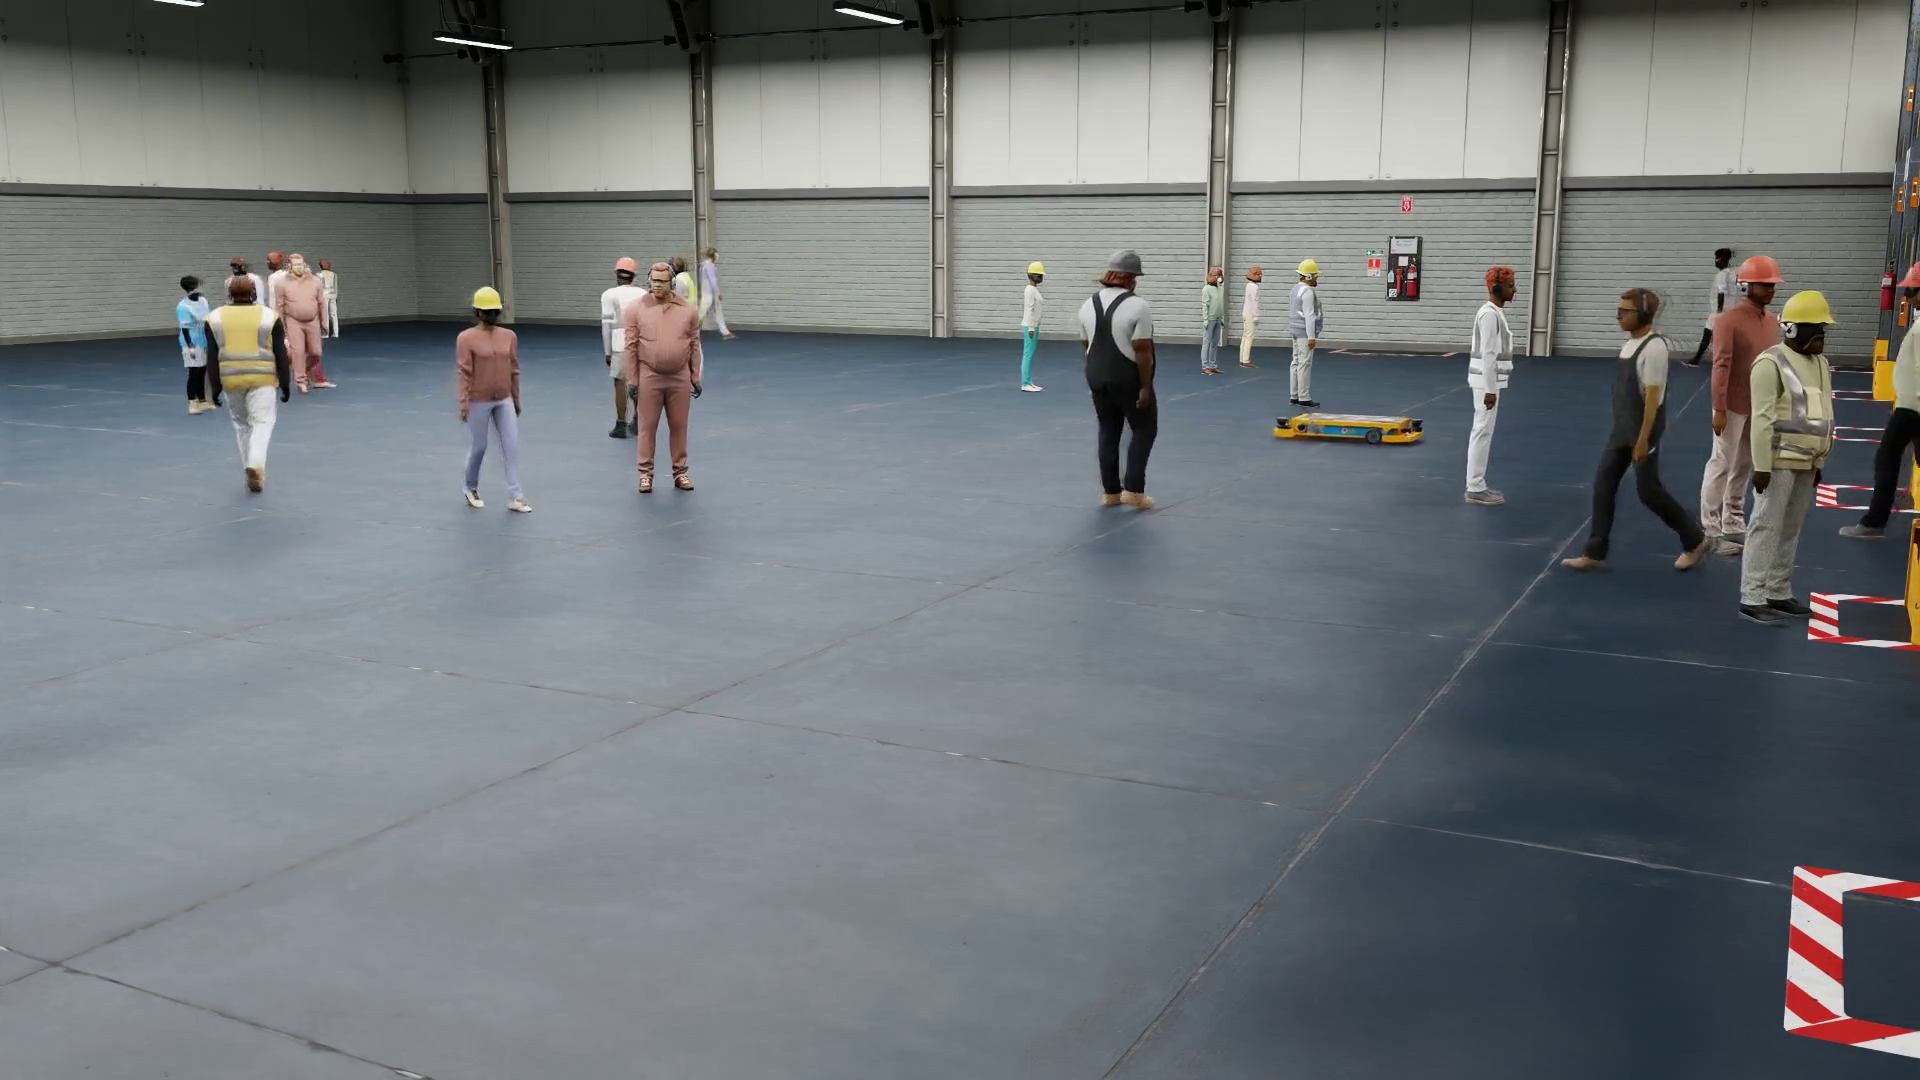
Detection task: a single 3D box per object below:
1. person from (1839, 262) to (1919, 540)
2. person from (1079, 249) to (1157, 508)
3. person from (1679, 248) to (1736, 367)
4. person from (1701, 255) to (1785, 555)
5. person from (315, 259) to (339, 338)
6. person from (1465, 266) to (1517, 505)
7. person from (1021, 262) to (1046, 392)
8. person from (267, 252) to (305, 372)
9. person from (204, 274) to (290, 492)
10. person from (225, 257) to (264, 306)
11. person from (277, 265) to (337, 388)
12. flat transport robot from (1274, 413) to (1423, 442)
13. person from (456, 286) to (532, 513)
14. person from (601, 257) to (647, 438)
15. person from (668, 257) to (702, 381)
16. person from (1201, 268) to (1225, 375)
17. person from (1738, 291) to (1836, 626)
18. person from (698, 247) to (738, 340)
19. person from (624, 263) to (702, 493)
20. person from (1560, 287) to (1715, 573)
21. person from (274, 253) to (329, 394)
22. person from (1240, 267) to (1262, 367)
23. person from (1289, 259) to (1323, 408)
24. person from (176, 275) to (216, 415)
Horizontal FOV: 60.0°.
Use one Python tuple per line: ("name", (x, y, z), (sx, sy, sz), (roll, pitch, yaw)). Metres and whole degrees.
("person", (6.691, -0.932, 11.441), (0.921, 1.968, 0.610), (9, 14, 41))
("person", (1.271, -1.261, 13.006), (0.690, 2.000, 0.536), (10, 14, 43))
("person", (12.177, -3.719, 26.757), (0.914, 1.918, 0.632), (10, 14, 42))
("person", (5.277, -0.902, 11.178), (0.612, 1.994, 0.395), (-6, 12, -31))
("person", (-13.125, -4.997, 34.494), (0.313, 1.634, 0.511), (6, 12, 31))
("person", (4.228, -1.230, 13.266), (0.342, 1.882, 0.579), (3, 11, 18))
("person", (1.011, -2.911, 22.763), (0.328, 1.765, 0.528), (2, 11, 10))
("person", (-10.406, -3.459, 25.451), (0.419, 1.873, 0.598), (1, 10, 4))
("person", (-5.967, -1.315, 13.951), (0.633, 1.814, 0.852), (-2, 11, -12))
("person", (-10.739, -3.357, 25.079), (0.620, 1.818, 0.869), (1, 10, 5))
("person", (-9.192, -2.954, 23.090), (0.819, 1.728, 0.505), (-1, 10, -6))
("flat transport robot", (4.070, -1.182, 17.409), (1.431, 0.197, 0.652), (5, 11, 24))
("person", (-3.646, -1.089, 12.890), (0.539, 1.743, 0.725), (-10, 14, -42))
("person", (-3.536, -2.043, 17.696), (0.553, 1.891, 0.625), (-7, 12, -33))
("person", (-4.163, -3.205, 24.241), (0.826, 1.808, 0.658), (2, 11, 9))
("person", (3.904, -3.364, 25.587), (0.280, 1.633, 0.502), (10, 14, 42))
("person", (4.568, -0.449, 9.150), (0.600, 1.829, 0.404), (-7, 13, -34))
("person", (-5.102, -5.004, 33.847), (1.027, 1.894, 0.628), (-1, 10, -6))
("person", (-2.458, -1.345, 13.846), (0.644, 1.903, 0.399), (-4, 11, -21))
("person", (4.311, -0.676, 10.439), (0.873, 1.819, 0.514), (-1, 10, -3))
("person", (-8.950, -2.940, 22.582), (0.661, 1.888, 0.581), (-7, 13, -35))
("person", (4.730, -3.612, 26.976), (0.301, 1.625, 0.500), (0, 10, -2))
("person", (4.292, -2.556, 20.636), (0.404, 1.833, 0.586), (-2, 11, -9))
("person", (-9.118, -2.339, 19.930), (0.326, 1.662, 0.678), (1, 10, 5))
